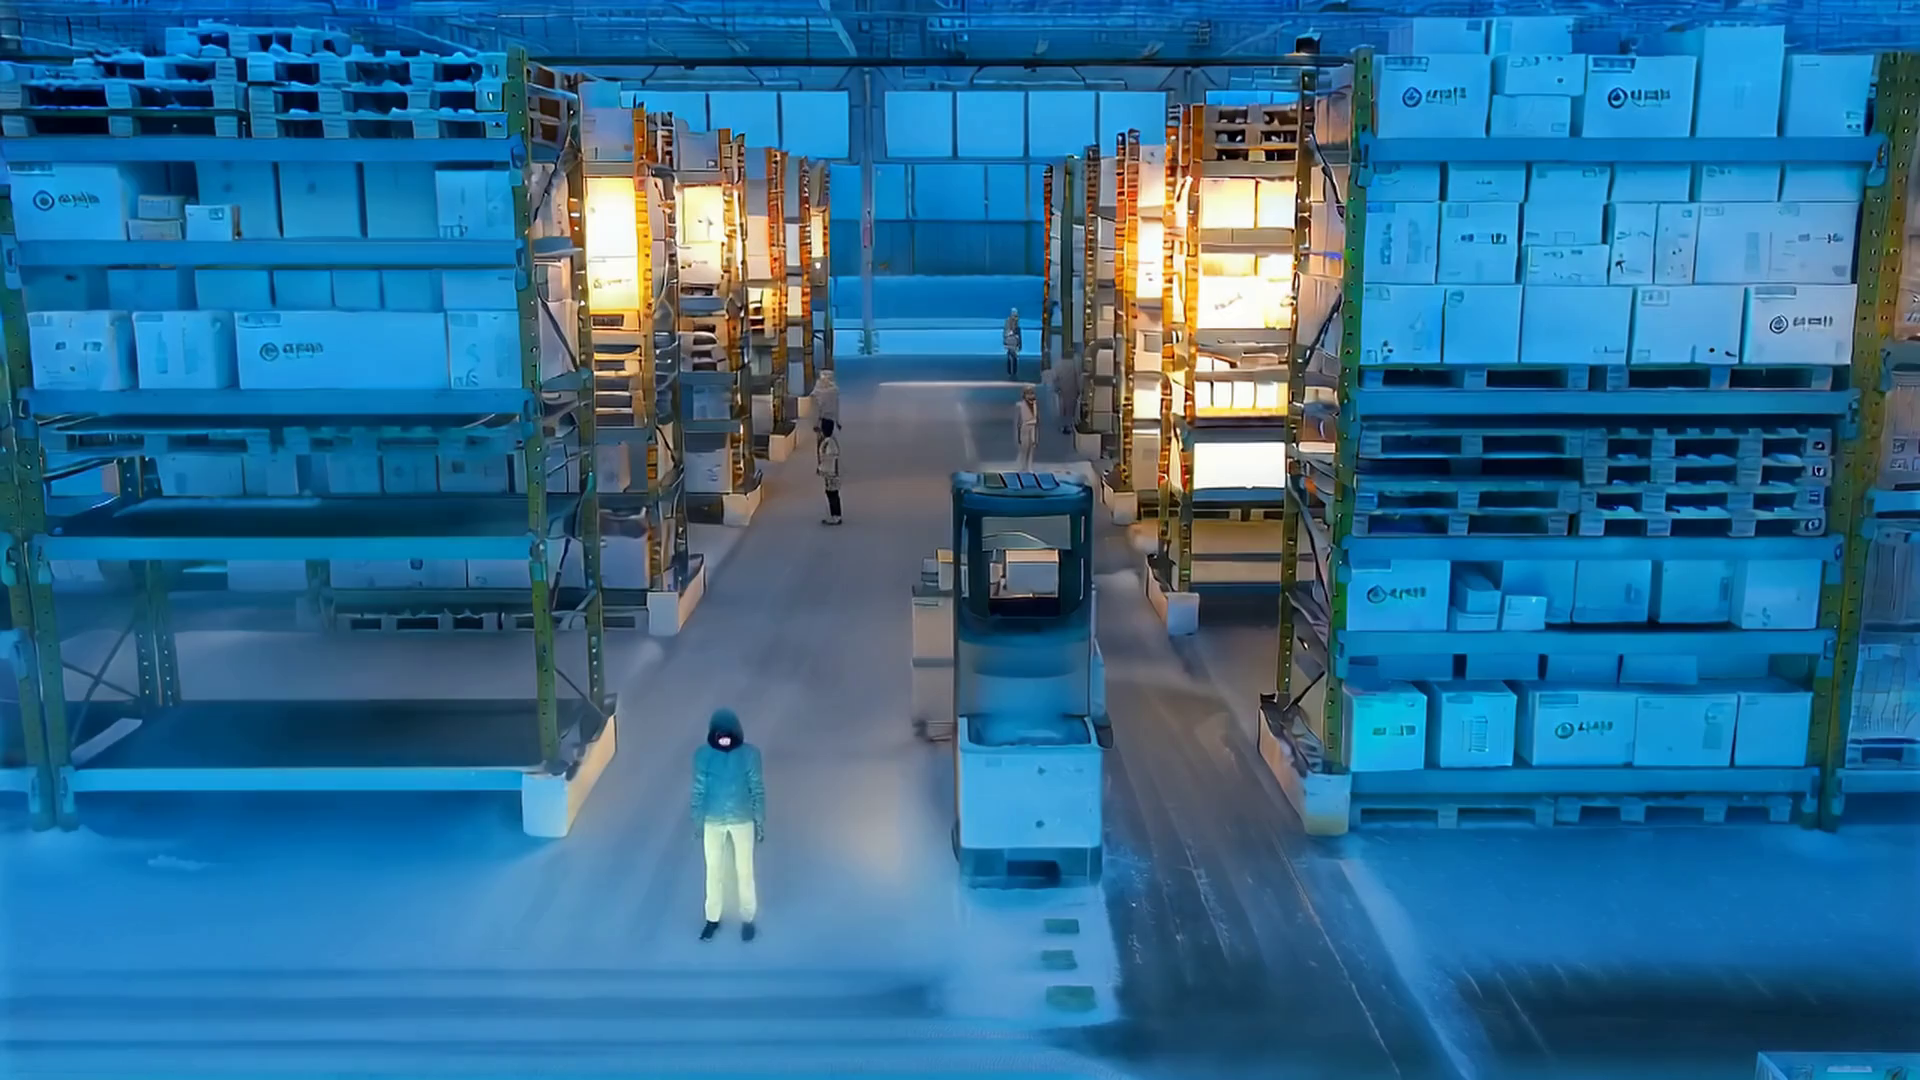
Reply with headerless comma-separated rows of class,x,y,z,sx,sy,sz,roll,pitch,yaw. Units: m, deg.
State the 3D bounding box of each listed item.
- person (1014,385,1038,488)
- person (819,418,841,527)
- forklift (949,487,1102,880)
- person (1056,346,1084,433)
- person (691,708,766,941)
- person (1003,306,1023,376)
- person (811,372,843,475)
person,1.156,-1.802,29.205,0.390,1.846,0.565,8,14,33
person,-2.030,-1.058,25.911,0.320,1.692,0.537,-6,13,-26
forklift,0.495,0.986,12.813,1.129,2.768,1.873,0,11,-2
person,2.482,-3.315,36.594,0.677,1.879,0.728,6,13,28
person,-1.569,1.922,11.278,0.507,1.631,0.270,1,11,3
person,1.556,-5.838,48.717,0.608,2.044,0.371,4,12,19
person,-2.440,-2.163,30.857,0.639,1.904,0.410,-8,14,-35
